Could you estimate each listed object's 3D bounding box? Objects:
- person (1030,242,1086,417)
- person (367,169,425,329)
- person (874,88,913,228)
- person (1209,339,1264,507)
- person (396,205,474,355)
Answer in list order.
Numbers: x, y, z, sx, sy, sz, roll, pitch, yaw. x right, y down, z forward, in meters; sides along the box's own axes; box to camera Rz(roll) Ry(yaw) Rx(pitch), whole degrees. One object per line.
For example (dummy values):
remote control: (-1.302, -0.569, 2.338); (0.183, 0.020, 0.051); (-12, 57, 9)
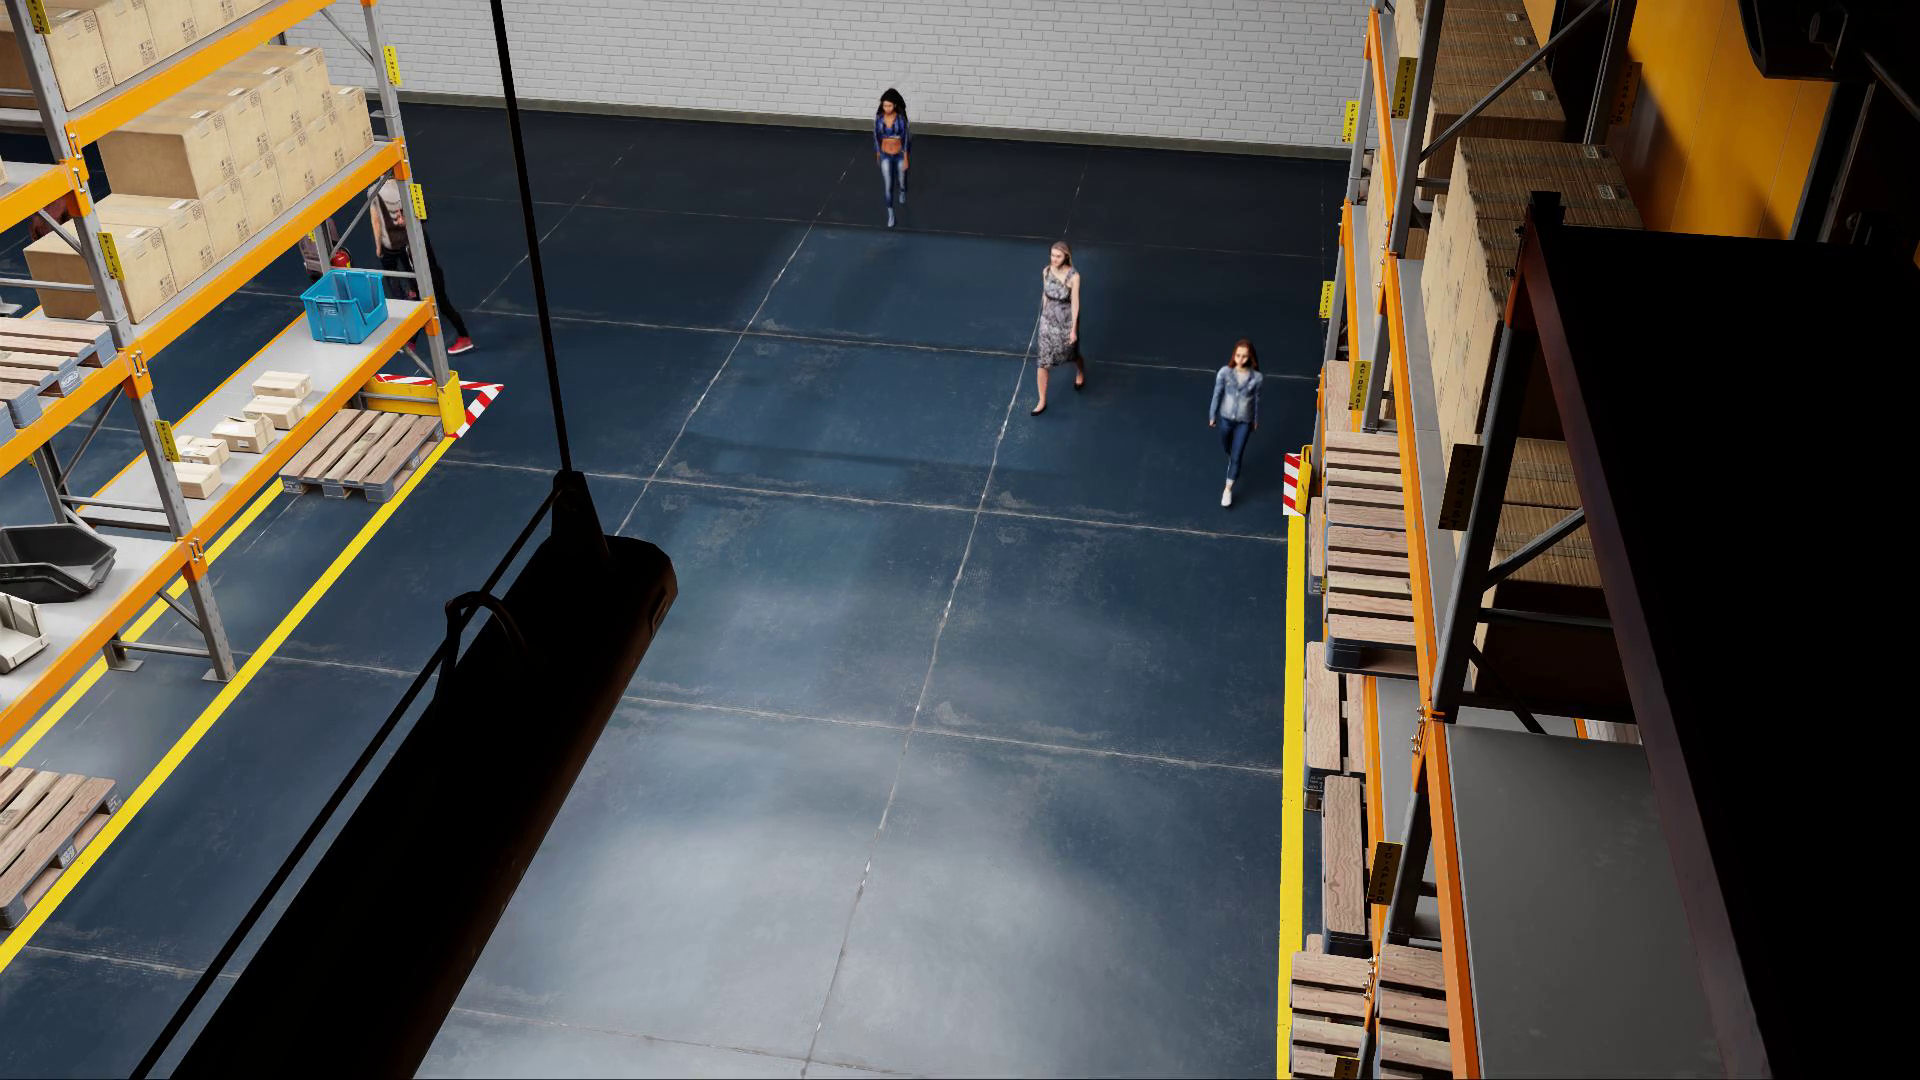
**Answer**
person: (1.009, -2.046, 15.754); (0.884, 1.663, 1.204); (18, 38, 26)
person: (-5.736, -3.051, 17.074); (0.891, 1.876, 0.951); (-20, 39, -27)
person: (-0.766, -4.498, 19.491); (0.612, 1.610, 0.820); (5, 34, 8)
person: (2.417, -1.085, 14.500); (0.667, 1.451, 1.008); (11, 35, 16)
person: (-5.208, -2.582, 16.592); (1.069, 1.630, 1.061); (-17, 37, -24)
